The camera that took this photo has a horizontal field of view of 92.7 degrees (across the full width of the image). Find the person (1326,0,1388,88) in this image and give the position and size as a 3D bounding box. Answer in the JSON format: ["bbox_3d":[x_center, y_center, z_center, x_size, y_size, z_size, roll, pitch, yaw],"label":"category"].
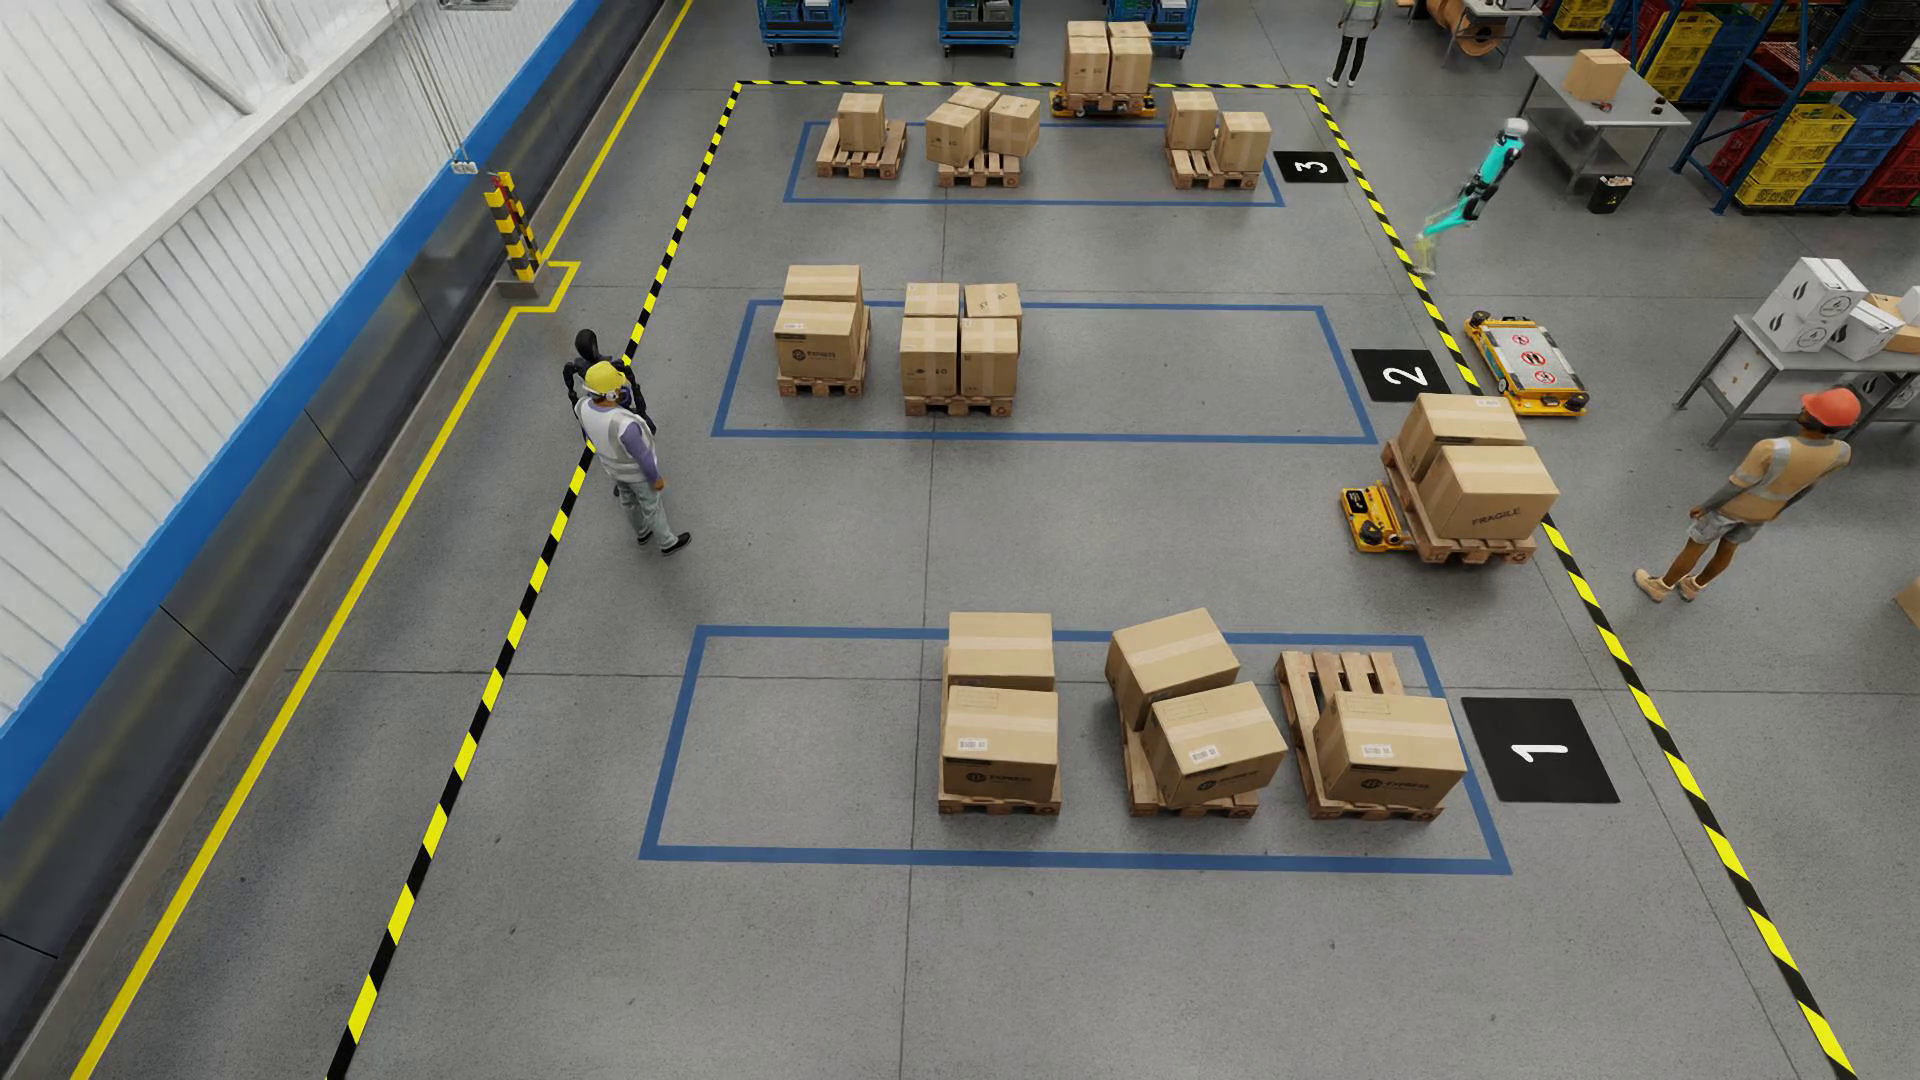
[{"bbox_3d":[5.609,-7.323,12.824,0.590,1.852,0.364,1,49,1],"label":"person"}]

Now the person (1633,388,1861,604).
[{"bbox_3d":[5.644,-0.267,6.589,0.613,2.047,0.358,0,49,0],"label":"person"}]

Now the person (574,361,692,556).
[{"bbox_3d":[-2.510,-0.589,7.013,0.588,1.825,0.403,25,54,20],"label":"person"}]

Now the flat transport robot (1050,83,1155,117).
[{"bbox_3d":[1.995,-6.203,12.884,1.431,0.197,0.652,1,49,1],"label":"flat transport robot"}]

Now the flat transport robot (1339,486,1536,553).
[{"bbox_3d":[4.008,-0.203,7.691,1.431,0.197,0.652,1,49,1],"label":"flat transport robot"}]

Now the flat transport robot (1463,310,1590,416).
[{"bbox_3d":[5.573,-1.757,9.054,0.659,0.231,1.431,1,49,1],"label":"flat transport robot"}]

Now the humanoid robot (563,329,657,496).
[{"bbox_3d":[-2.819,-1.021,7.478,0.599,1.653,0.315,-6,49,-5],"label":"humanoid robot"}]

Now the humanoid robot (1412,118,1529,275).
[{"bbox_3d":[5.191,-3.510,9.651,0.787,1.839,0.540,9,50,7],"label":"humanoid robot"}]
